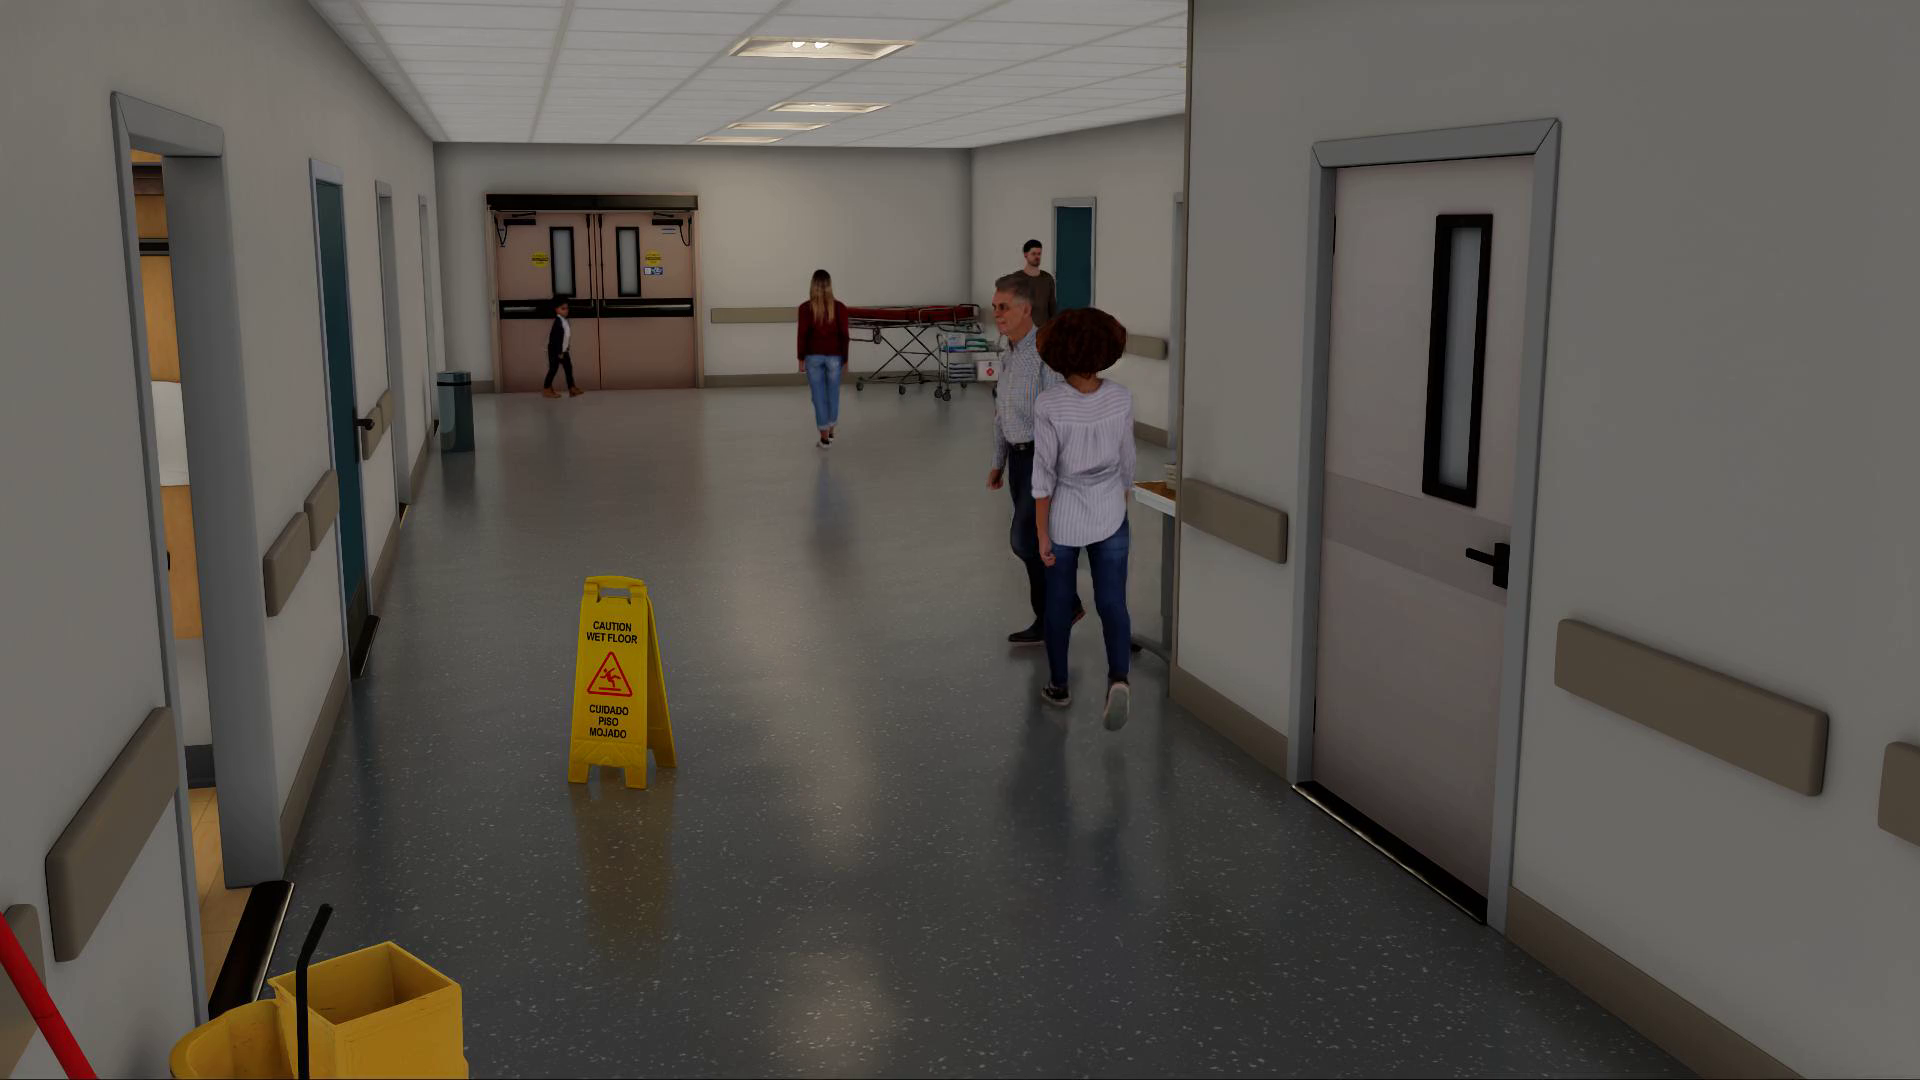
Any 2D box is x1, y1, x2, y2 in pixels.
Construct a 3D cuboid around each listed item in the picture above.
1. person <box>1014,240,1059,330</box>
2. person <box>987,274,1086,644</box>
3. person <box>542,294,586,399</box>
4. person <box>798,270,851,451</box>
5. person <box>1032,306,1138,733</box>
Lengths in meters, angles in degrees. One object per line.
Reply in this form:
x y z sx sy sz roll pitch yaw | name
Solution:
0.674 -1.996 16.455 0.869 1.840 1.243 -6 12 -29 | person
0.438 -0.380 8.058 0.810 1.794 0.690 -7 13 -32 | person
-4.717 -2.244 19.364 0.772 1.203 0.766 2 11 10 | person
-1.217 -1.622 15.074 0.642 1.619 0.801 -4 11 -19 | person
0.535 -0.076 6.731 0.731 1.692 1.101 -1 11 -5 | person
